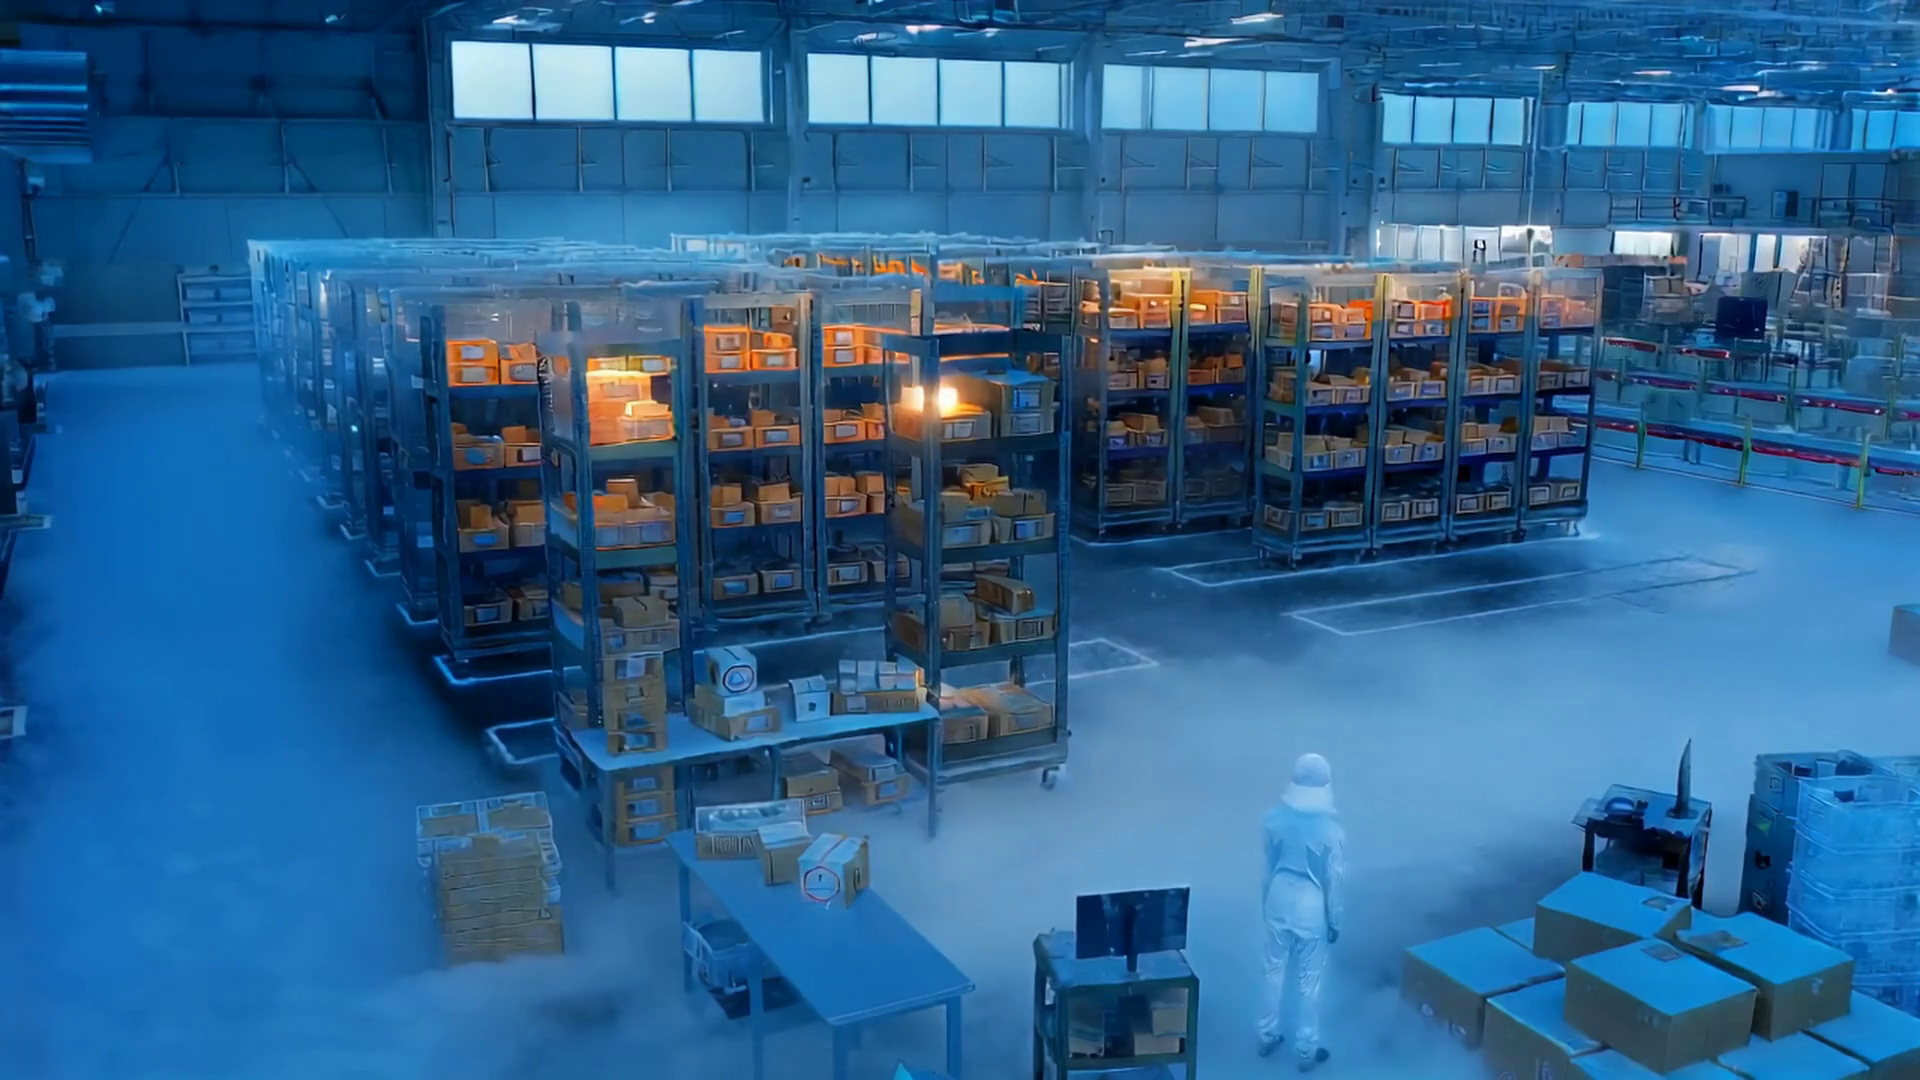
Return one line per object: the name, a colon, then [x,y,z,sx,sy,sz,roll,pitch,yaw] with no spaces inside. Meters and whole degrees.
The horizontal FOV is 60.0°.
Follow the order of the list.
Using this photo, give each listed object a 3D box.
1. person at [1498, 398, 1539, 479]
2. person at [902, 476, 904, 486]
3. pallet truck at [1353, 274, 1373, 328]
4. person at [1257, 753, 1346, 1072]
person: [8.731,-1.753,26.071,0.650,1.883,0.822,-2,12,-7]
person: [-1.026,-1.517,25.050,0.389,1.841,0.564,-12,17,-43]
pallet truck: [13.011,-8.050,55.243,0.823,1.965,1.885,-7,14,-28]
person: [1.838,1.982,8.941,0.479,1.733,0.341,9,15,35]
